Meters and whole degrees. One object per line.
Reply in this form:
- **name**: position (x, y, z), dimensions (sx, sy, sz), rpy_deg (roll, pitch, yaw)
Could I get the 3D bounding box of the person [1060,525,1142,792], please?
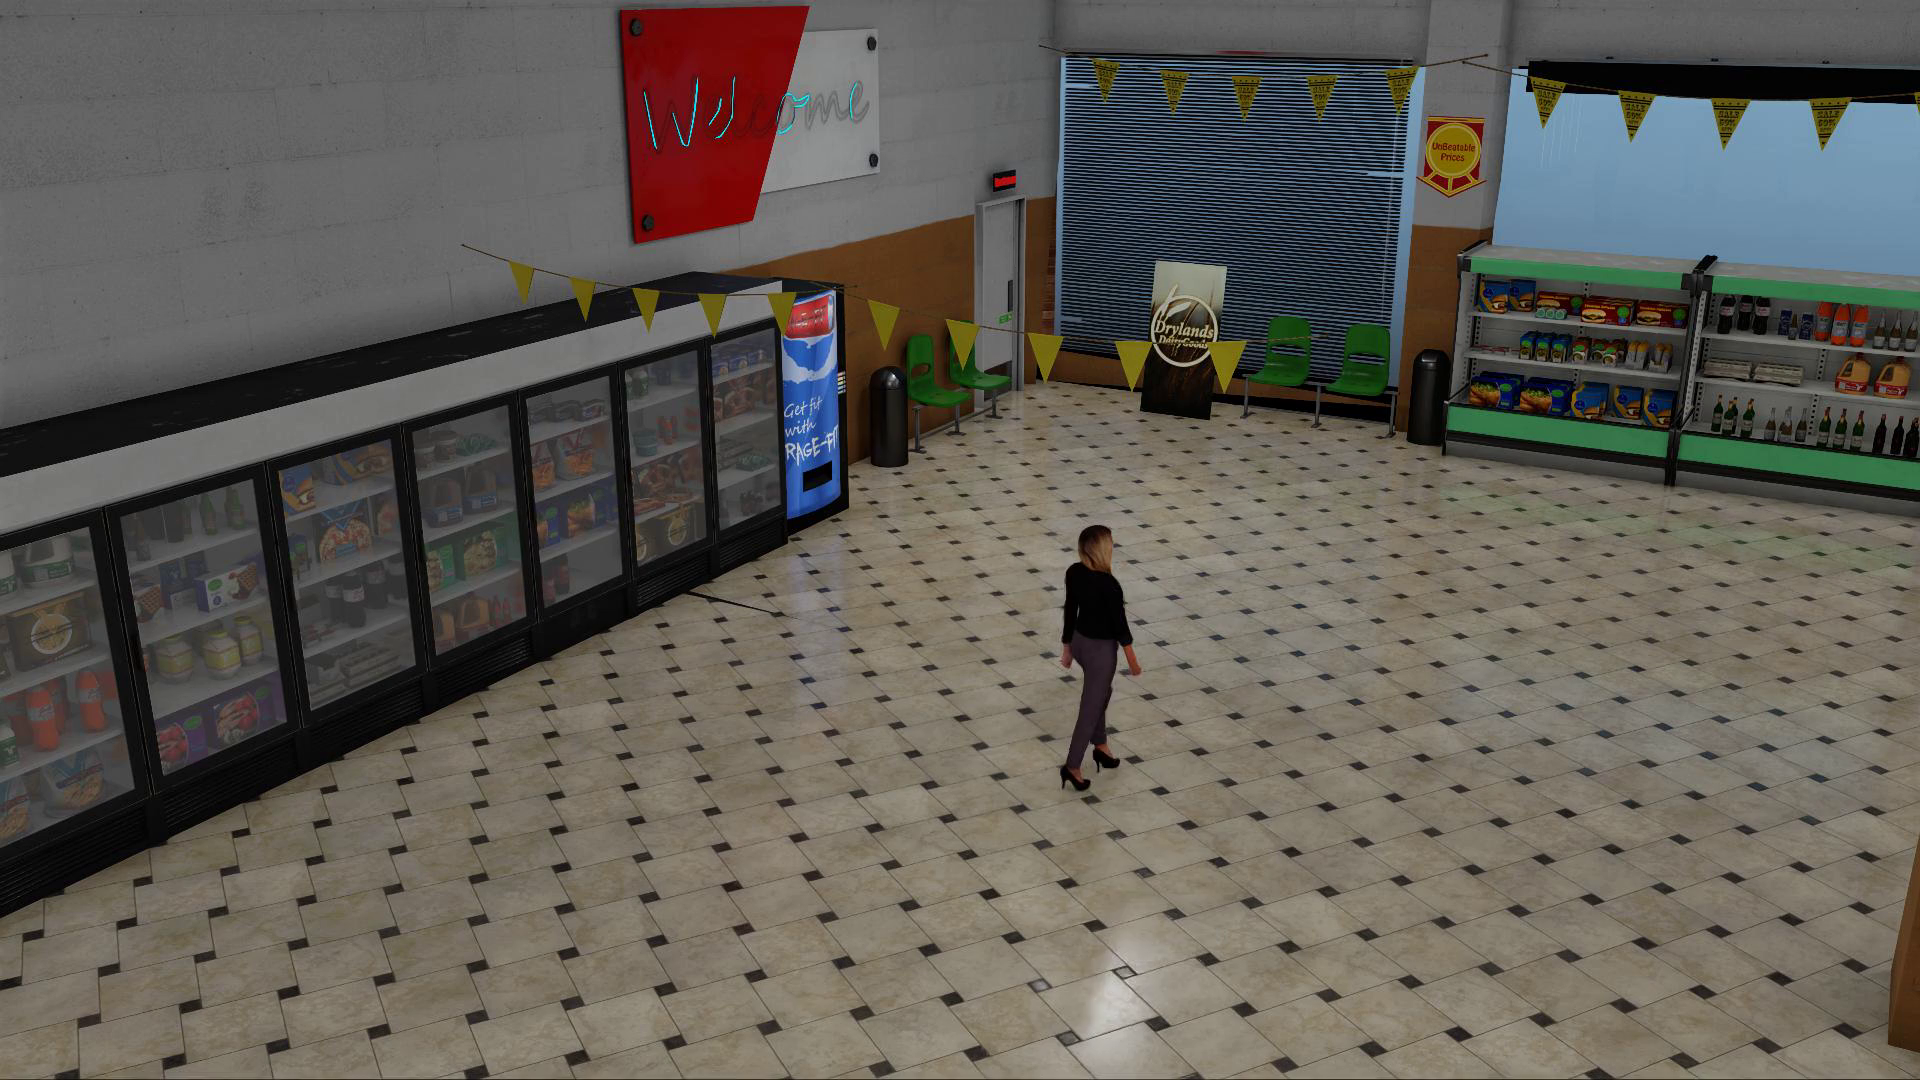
- **person**: position (0.723, 0.729, 9.824), dimensions (0.837, 1.656, 0.796), rpy_deg (-10, 21, -28)
